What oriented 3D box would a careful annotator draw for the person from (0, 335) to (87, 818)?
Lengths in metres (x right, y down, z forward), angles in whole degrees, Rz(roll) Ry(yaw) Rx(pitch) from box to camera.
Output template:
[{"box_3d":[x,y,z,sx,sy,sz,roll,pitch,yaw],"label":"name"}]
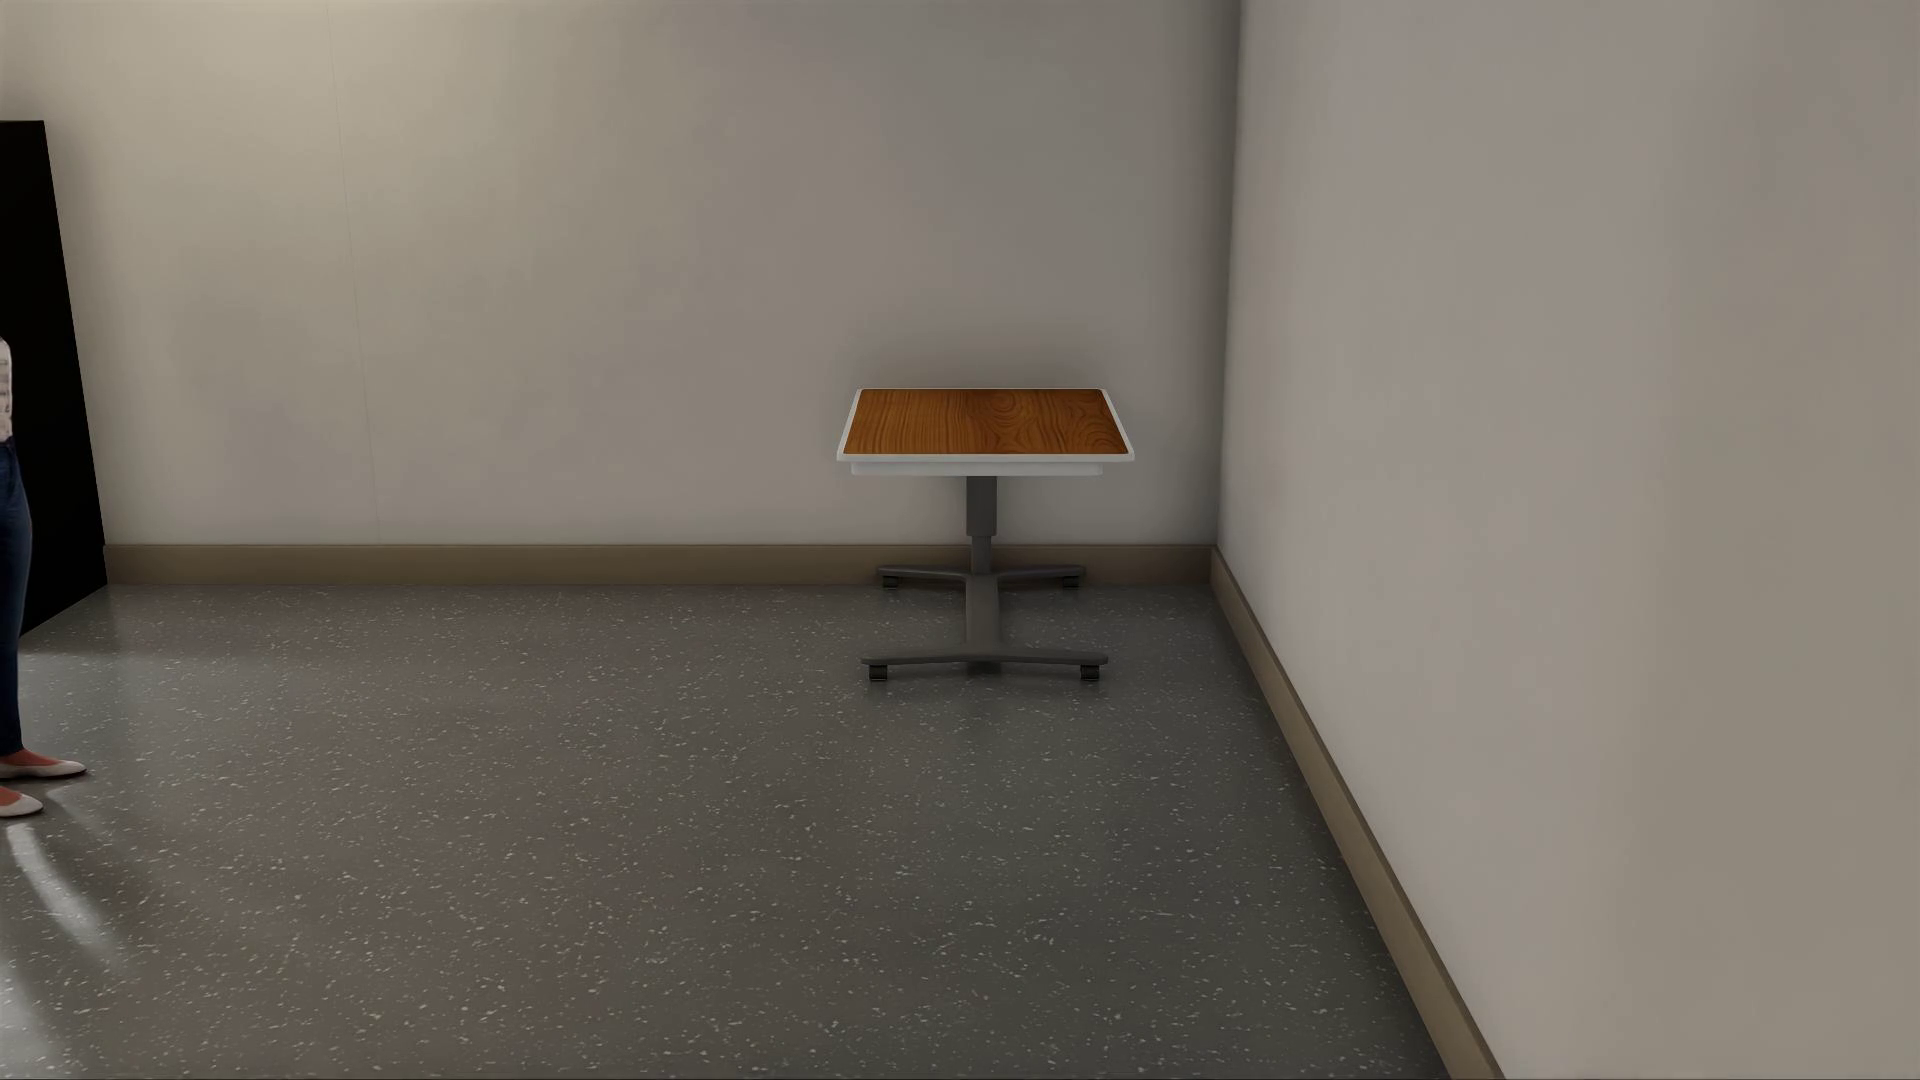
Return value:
[{"box_3d":[-2.739,-0.106,4.584,0.491,1.728,0.583,-1,16,-2],"label":"person"}]
